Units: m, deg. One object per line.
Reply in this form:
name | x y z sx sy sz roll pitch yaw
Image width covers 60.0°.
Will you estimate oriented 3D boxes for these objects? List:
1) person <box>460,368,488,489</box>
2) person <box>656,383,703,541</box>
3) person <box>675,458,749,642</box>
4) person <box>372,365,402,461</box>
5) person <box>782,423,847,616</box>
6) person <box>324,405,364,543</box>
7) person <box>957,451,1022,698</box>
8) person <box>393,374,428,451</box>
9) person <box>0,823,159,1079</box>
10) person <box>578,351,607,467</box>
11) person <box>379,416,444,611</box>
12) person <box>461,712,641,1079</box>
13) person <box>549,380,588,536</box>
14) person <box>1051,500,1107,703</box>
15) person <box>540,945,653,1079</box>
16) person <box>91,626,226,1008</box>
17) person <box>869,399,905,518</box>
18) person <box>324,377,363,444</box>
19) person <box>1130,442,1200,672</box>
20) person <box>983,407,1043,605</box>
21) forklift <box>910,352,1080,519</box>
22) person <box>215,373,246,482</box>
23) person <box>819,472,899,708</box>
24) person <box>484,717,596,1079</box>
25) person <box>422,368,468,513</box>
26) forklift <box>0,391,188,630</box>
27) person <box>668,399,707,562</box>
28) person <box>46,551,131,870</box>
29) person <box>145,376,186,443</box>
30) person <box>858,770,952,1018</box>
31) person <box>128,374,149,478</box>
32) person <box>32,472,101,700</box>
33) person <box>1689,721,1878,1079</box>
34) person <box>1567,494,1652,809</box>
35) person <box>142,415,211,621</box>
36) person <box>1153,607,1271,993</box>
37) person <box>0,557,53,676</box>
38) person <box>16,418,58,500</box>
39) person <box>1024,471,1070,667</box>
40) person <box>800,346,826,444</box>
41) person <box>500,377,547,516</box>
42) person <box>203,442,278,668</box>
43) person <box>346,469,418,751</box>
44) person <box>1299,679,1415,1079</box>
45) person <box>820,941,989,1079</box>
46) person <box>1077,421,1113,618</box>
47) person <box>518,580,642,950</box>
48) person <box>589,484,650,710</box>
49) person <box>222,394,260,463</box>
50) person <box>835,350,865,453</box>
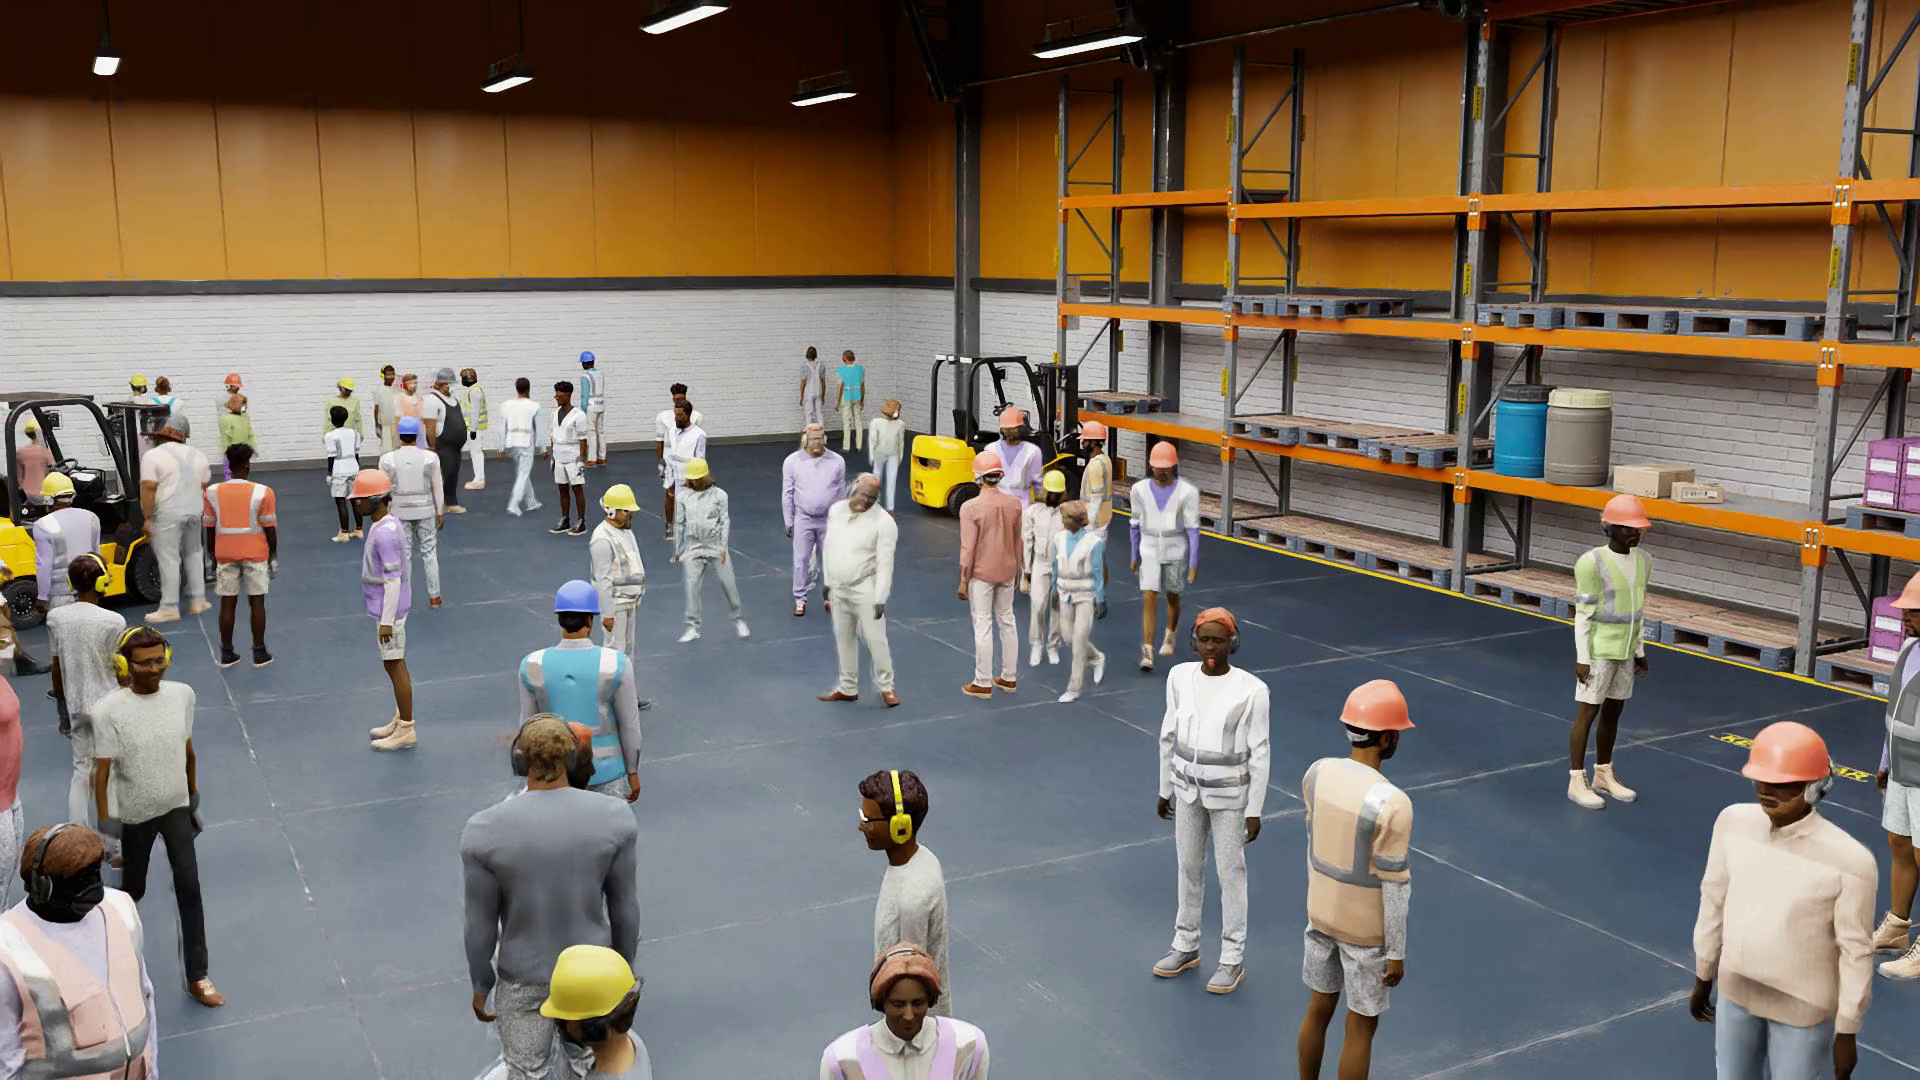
person | -7.378 -1.691 25.221 0.429 1.830 0.633 -3 10 -19
person | -3.476 -0.978 20.705 0.603 1.966 0.368 -4 11 -20
person | -2.288 0.082 15.319 0.685 1.719 0.509 1 10 6
person | -8.728 -1.754 25.494 0.333 1.861 0.507 8 13 40
person | -1.425 -0.201 16.410 0.650 1.906 0.409 -3 10 -15
person | -7.617 -0.813 20.534 0.317 1.695 0.540 4 11 24
person | 0.231 0.275 13.410 0.612 1.994 0.395 -7 12 -36
person | -7.930 -1.485 24.027 0.453 1.828 0.559 5 11 27
person | -2.770 1.776 5.246 0.428 1.837 0.624 3 10 19
person | -6.131 -2.176 27.696 0.416 1.939 0.604 3 10 19
person | -5.474 -0.263 16.640 0.608 1.946 0.406 -3 10 -17
person | -1.483 1.581 6.103 0.632 1.930 0.387 -4 11 -21
person | -4.969 -1.040 21.067 0.607 1.966 0.367 6 12 33
person | 0.987 0.462 13.431 0.534 1.612 0.695 9 14 43
person | -0.945 1.935 4.533 0.329 1.763 0.523 -2 10 -14
person | -3.929 1.294 8.025 0.907 1.840 0.531 8 13 38
person | -1.010 -1.137 22.676 0.522 1.595 0.790 -2 10 -12
person | -9.172 -1.561 24.741 0.625 1.719 0.689 -8 13 -39
person | 1.766 0.123 14.375 0.624 1.973 1.080 3 10 14
person | 0.526 -0.346 16.896 0.616 2.027 0.501 2 10 13
forklift | 0.460 -1.461 22.833 2.313 2.155 1.214 -5 11 -28
person | -11.005 -1.657 25.254 0.335 1.743 0.561 3 10 18
person | -0.801 0.393 13.092 0.742 1.878 0.410 7 12 37
person | -1.640 1.583 6.352 0.911 1.847 0.592 -4 11 -23
person | -7.002 -1.359 22.685 0.567 2.000 0.708 2 10 11
forklift | -9.026 -0.363 16.508 1.214 2.155 2.313 6 11 29
person | -3.099 -0.662 19.056 0.593 1.912 0.381 10 14 44
person | -5.018 0.995 9.662 0.511 1.862 0.324 2 10 10
person | -11.149 -1.379 23.399 0.500 1.838 0.346 -6 11 -29
person | -0.188 1.685 5.697 0.327 1.859 0.510 -1 10 -4
person | -12.149 -1.572 24.706 0.534 1.767 0.319 10 14 44
person | -7.169 0.367 13.350 0.404 1.832 0.600 3 10 19
person | 2.854 1.607 5.842 0.543 1.996 0.641 -6 11 -30
person | 4.233 0.711 10.763 0.609 2.044 0.395 -5 11 -27
person | -7.767 -0.257 16.341 0.534 2.000 0.814 5 11 26
person | 1.216 1.252 8.105 0.584 1.884 0.347 8 13 39
person | -8.279 0.250 13.919 0.993 1.888 0.541 -6 12 -32
person | -10.242 -0.491 18.535 0.548 1.738 0.467 2 10 9
person | 0.800 0.252 14.359 0.489 1.710 0.560 0 10 -1
person | -2.716 -2.636 30.601 0.508 1.846 0.345 -5 11 -28
person | -5.991 -1.282 22.745 0.613 1.877 0.992 3 10 16
person | -6.203 0.134 14.388 0.613 1.949 0.420 -1 10 -7
person | -4.163 0.499 11.987 0.395 2.038 0.615 -3 10 -18
person | 1.584 1.497 6.588 0.398 1.929 0.539 -6 11 -30
person | -0.158 1.945 4.851 0.508 1.629 0.318 -2 10 -13
person | 1.310 -0.200 16.313 0.357 1.938 0.542 2 10 13
person | -1.914 1.166 8.449 0.604 1.938 0.402 0 10 -1
person | -2.623 0.470 12.800 0.403 1.820 0.602 1 10 6
person | -10.020 -1.230 23.167 0.342 1.615 0.495 2 10 12
person | -1.946 -2.459 29.604 0.563 1.837 0.389 -6 11 -30
